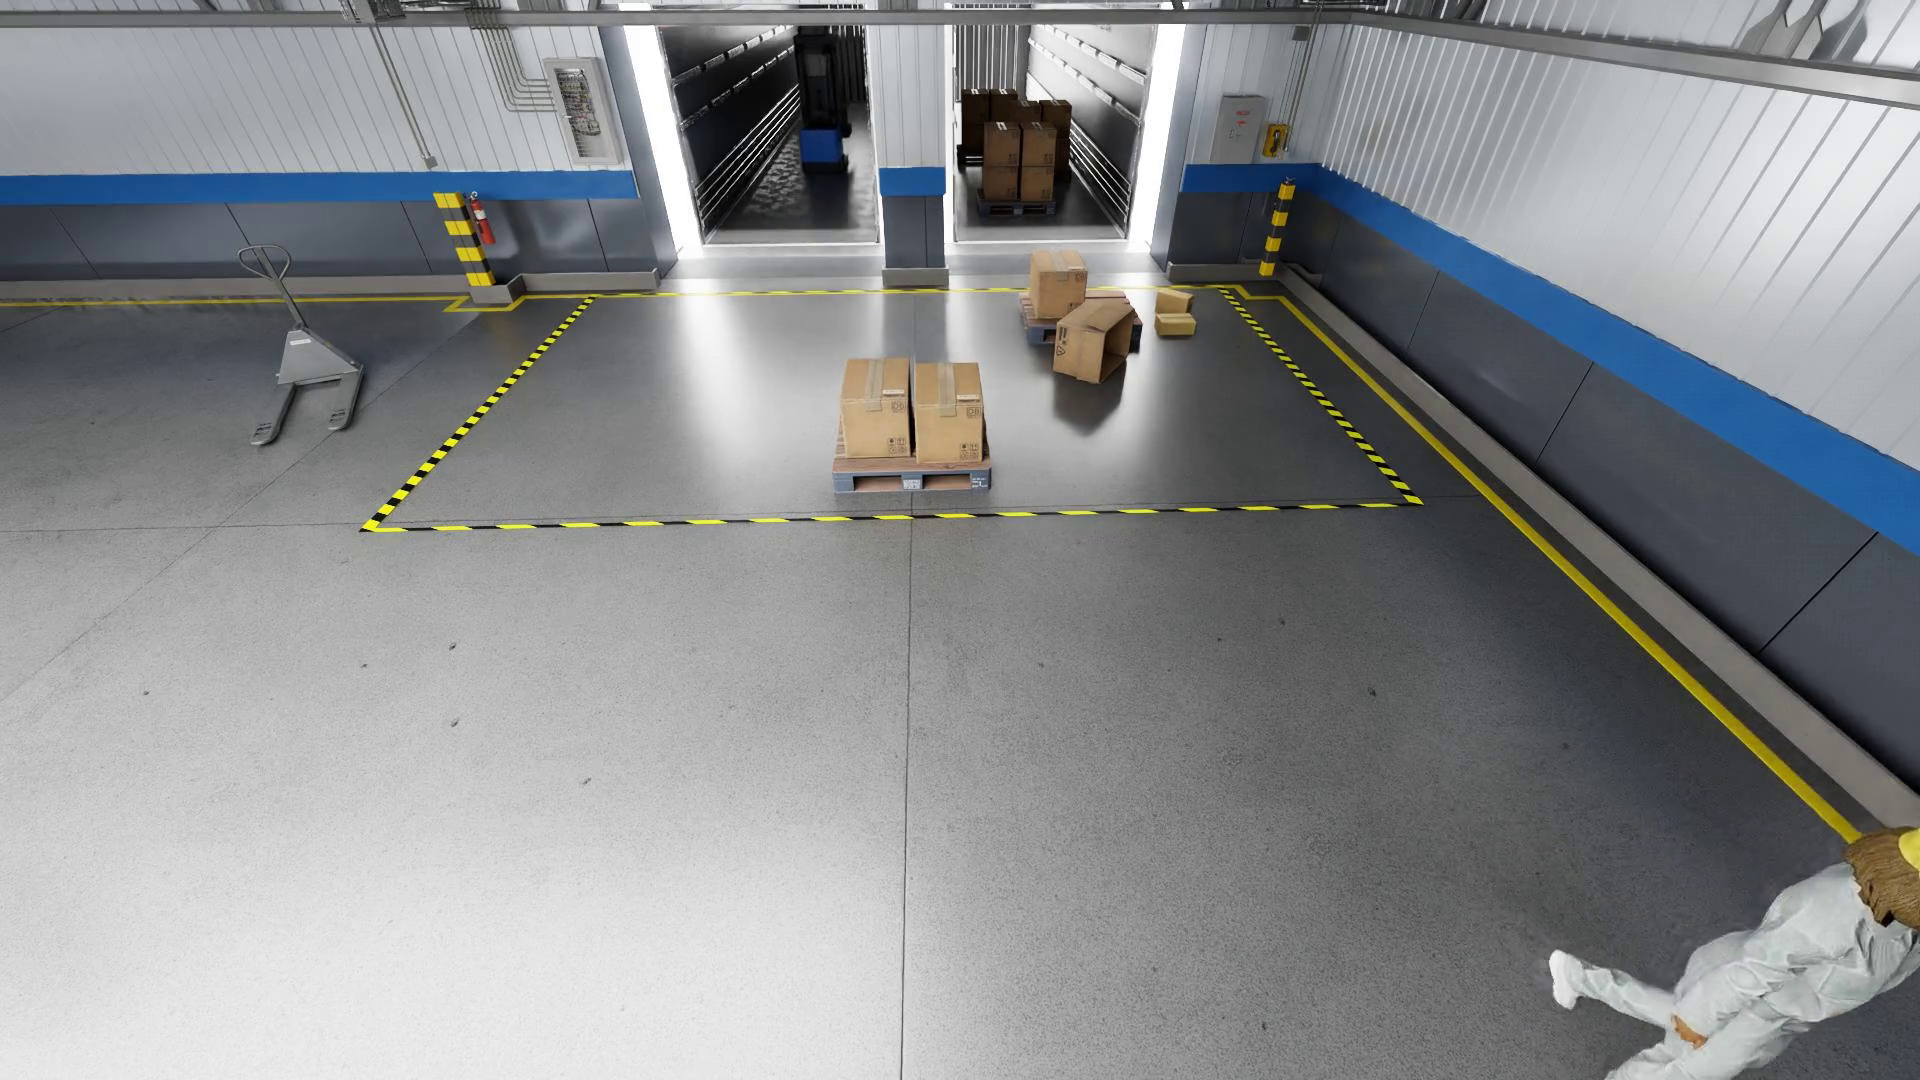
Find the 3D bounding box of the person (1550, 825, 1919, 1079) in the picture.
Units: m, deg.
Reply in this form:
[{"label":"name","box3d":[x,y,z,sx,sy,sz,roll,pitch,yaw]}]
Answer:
[{"label":"person","box3d":[2.299,1.290,2.164,0.494,1.722,0.622,-13,40,-16]}]

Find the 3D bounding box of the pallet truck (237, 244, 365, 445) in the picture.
[{"label":"pallet truck","box3d":[-5.915,-1.733,6.366,0.680,1.201,1.601,-18,42,-21]}]

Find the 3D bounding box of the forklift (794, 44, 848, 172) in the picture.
[{"label":"forklift","box3d":[-2.616,-7.939,13.542,0.716,2.013,0.776,-1,38,-1]}]
